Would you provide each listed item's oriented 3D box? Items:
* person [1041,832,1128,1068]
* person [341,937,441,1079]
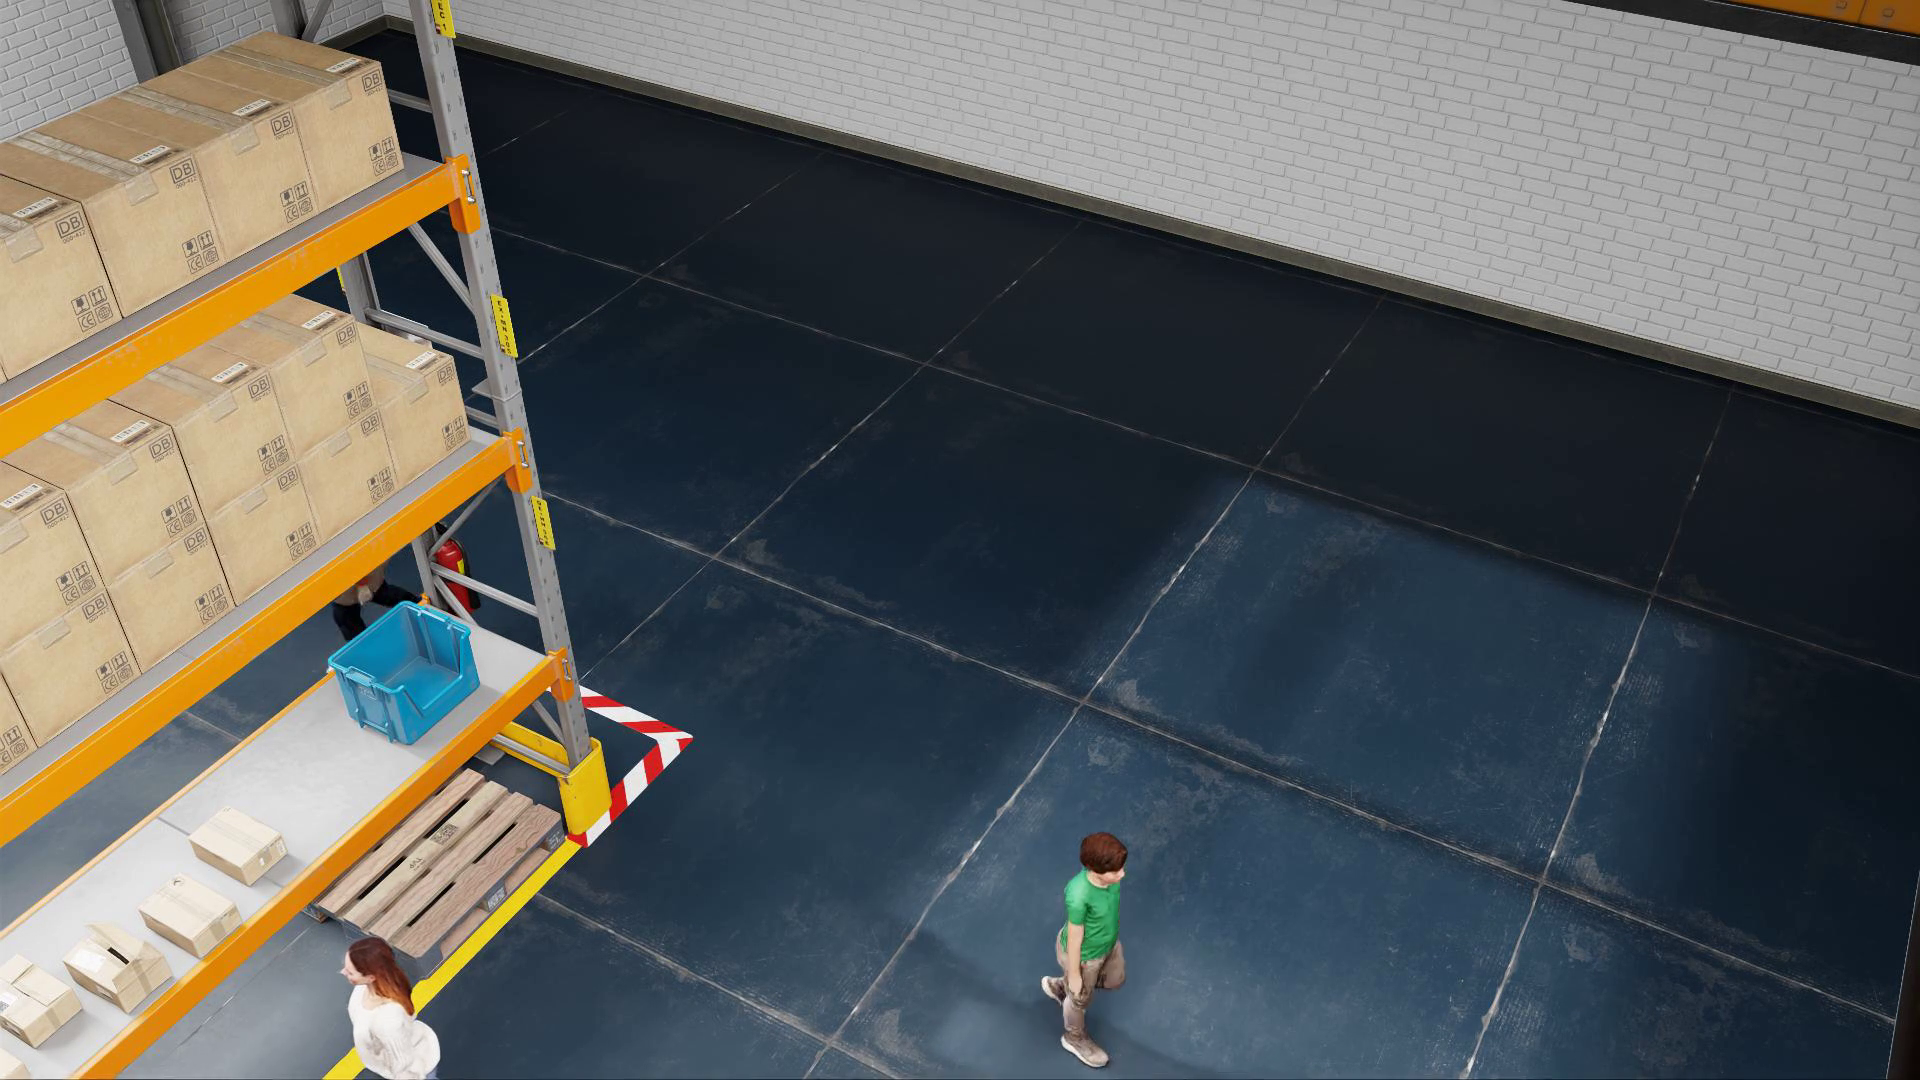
[{"bbox_3d":[0.577,2.008,8.402,0.728,1.640,0.725,28,46,31],"label":"person"},{"bbox_3d":[-2.605,2.433,7.828,0.740,1.691,0.706,-15,41,-18],"label":"person"}]
